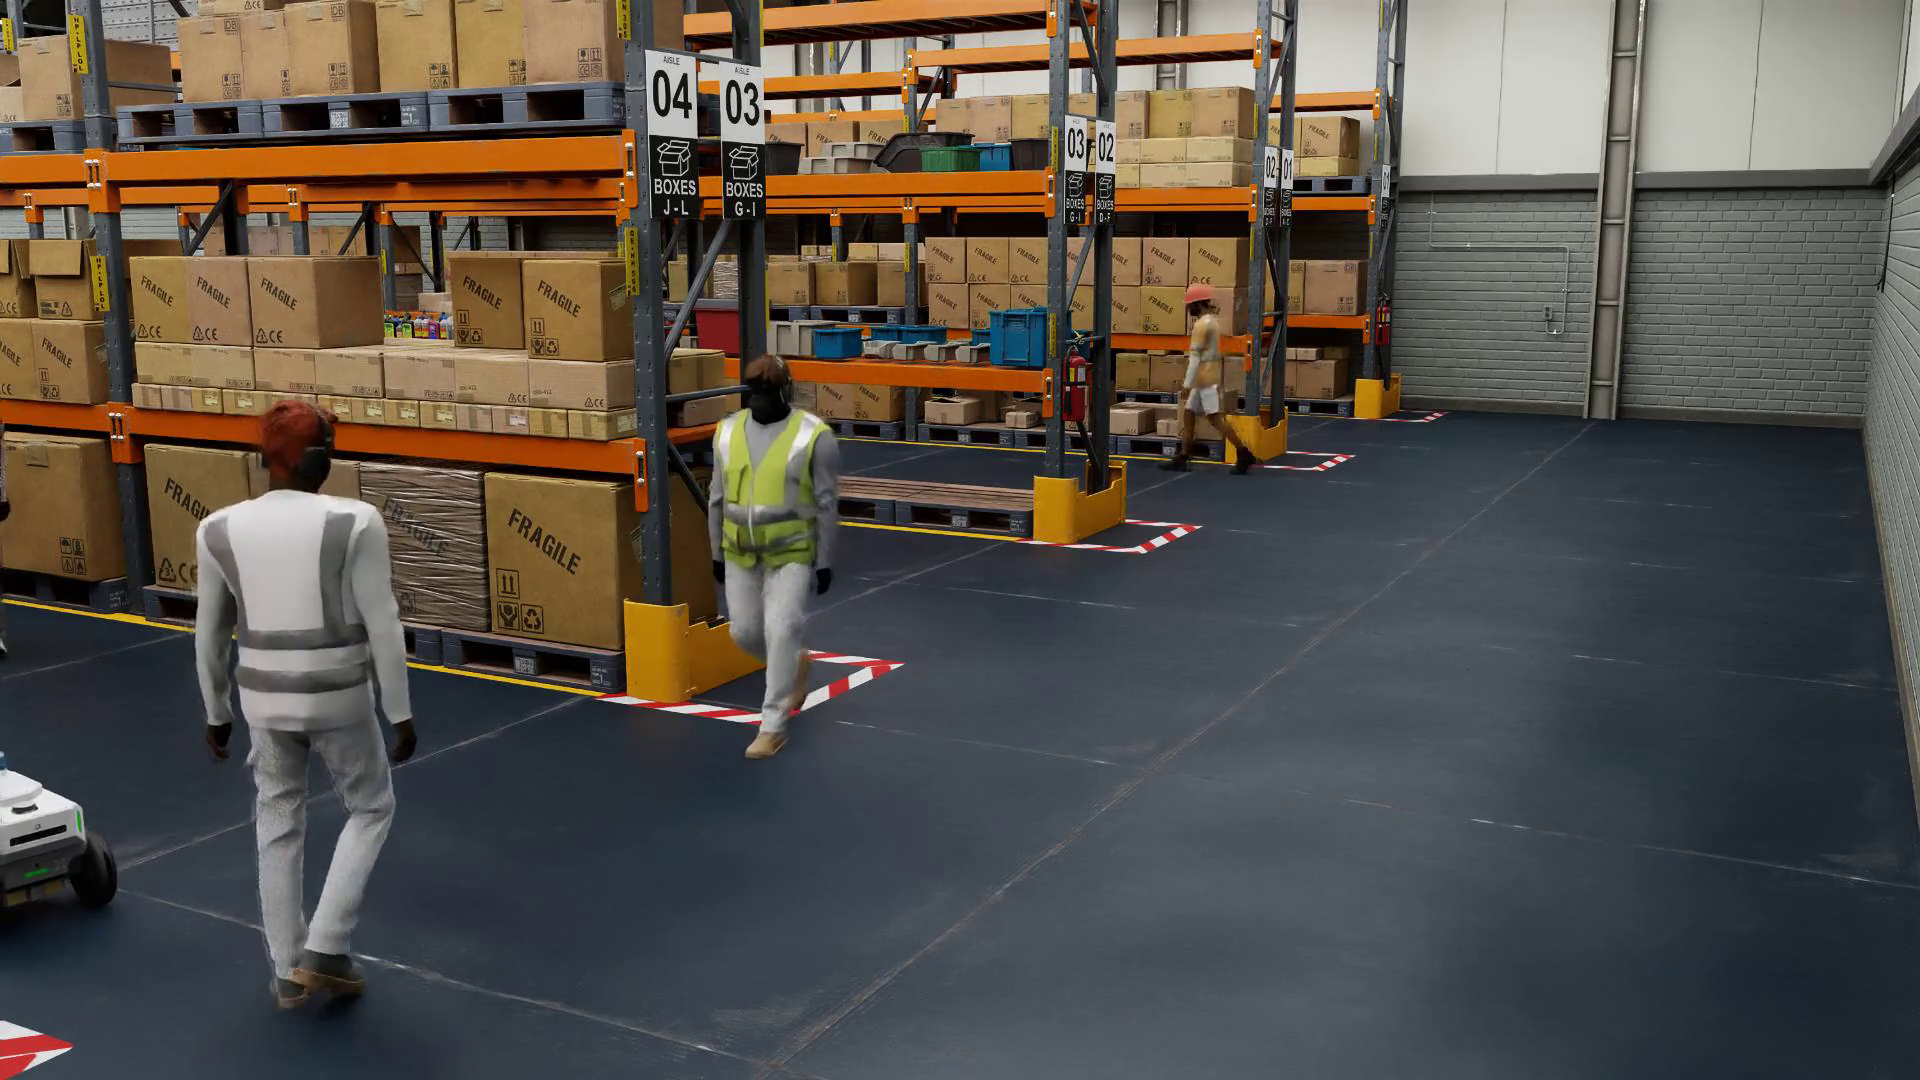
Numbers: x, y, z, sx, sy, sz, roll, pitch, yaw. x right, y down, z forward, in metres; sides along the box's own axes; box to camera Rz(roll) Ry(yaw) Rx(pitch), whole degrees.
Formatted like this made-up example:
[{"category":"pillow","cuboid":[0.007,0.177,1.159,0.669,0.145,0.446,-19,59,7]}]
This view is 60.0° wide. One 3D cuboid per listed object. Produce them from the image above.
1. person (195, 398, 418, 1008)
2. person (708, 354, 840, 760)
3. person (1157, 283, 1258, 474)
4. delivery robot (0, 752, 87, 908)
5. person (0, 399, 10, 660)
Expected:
[{"category":"person","cuboid":[-1.973,0.514,5.034,0.688,1.874,0.390,0,10,0]},{"category":"person","cuboid":[-0.848,0.048,7.676,0.639,1.823,0.709,4,11,20]},{"category":"person","cuboid":[2.482,-1.585,16.411,0.965,1.904,0.553,3,11,16]},{"category":"delivery robot","cuboid":[-3.365,0.981,5.795,0.707,0.478,0.477,8,13,38]},{"category":"person","cuboid":[-5.560,-0.255,9.189,0.590,1.865,0.993,-7,13,-35]}]
